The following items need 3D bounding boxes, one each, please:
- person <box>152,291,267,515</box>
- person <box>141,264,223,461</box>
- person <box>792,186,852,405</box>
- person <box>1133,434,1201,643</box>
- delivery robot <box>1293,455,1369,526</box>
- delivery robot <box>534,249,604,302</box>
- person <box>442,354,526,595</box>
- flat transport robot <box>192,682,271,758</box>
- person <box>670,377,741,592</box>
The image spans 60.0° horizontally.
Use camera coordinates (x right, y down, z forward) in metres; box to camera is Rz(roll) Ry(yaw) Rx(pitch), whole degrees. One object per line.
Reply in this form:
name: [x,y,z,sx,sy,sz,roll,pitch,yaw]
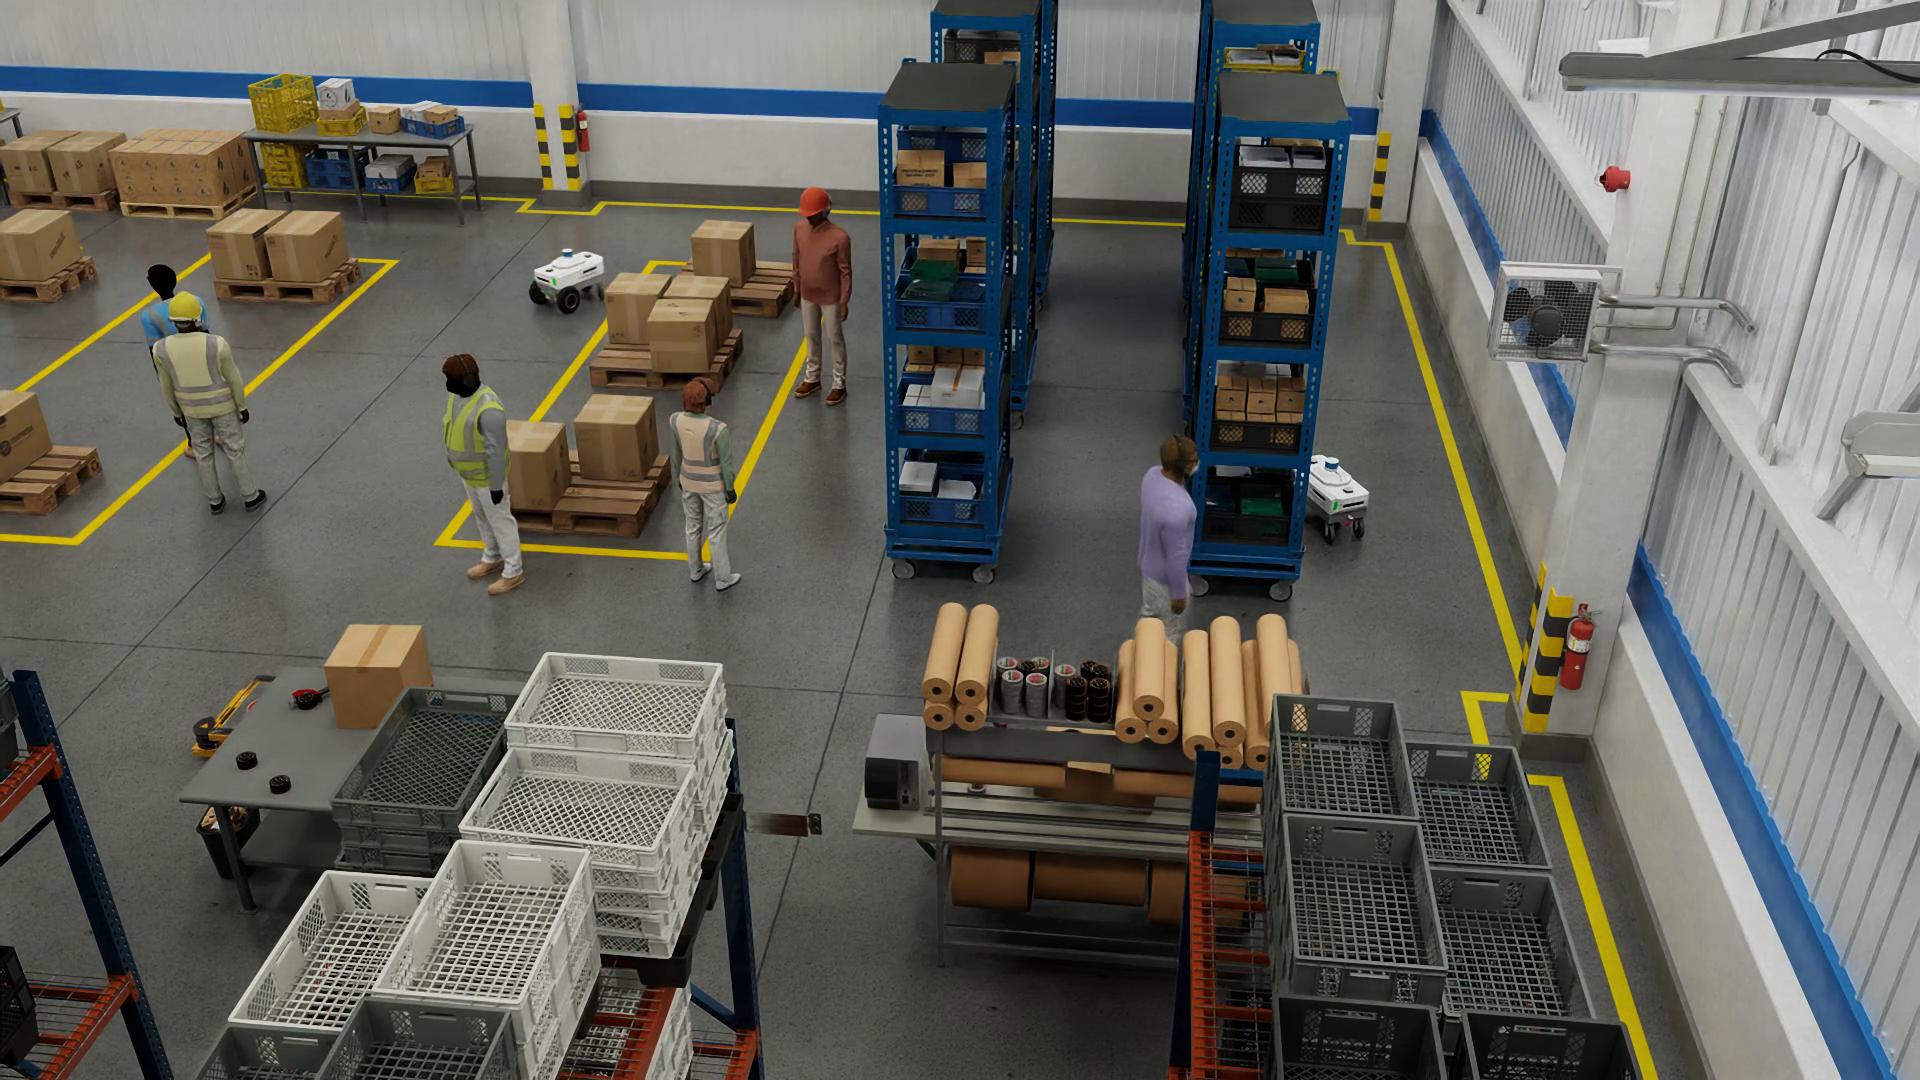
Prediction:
person: [-5.833,-1.054,12.914,0.589,1.834,0.403,-4,30,-7]
person: [-6.414,-1.470,13.770,0.319,1.694,0.535,26,39,37]
person: [-1.232,-2.160,14.665,0.609,1.986,0.391,17,34,26]
person: [1.320,0.200,10.658,0.356,1.938,0.634,-6,31,-10]
delivery robot: [2.879,-0.409,12.979,0.477,0.478,0.707,-11,32,-18]
delivery robot: [-3.980,-2.729,16.963,0.477,0.478,0.707,20,36,31]
person: [-3.438,-0.486,11.944,0.429,1.836,0.620,-22,37,-33]
flat transport robot: [-4.089,1.163,10.648,1.431,0.197,0.652,3,30,6]
person: [-1.840,-0.397,11.985,0.514,1.634,0.313,16,34,25]
